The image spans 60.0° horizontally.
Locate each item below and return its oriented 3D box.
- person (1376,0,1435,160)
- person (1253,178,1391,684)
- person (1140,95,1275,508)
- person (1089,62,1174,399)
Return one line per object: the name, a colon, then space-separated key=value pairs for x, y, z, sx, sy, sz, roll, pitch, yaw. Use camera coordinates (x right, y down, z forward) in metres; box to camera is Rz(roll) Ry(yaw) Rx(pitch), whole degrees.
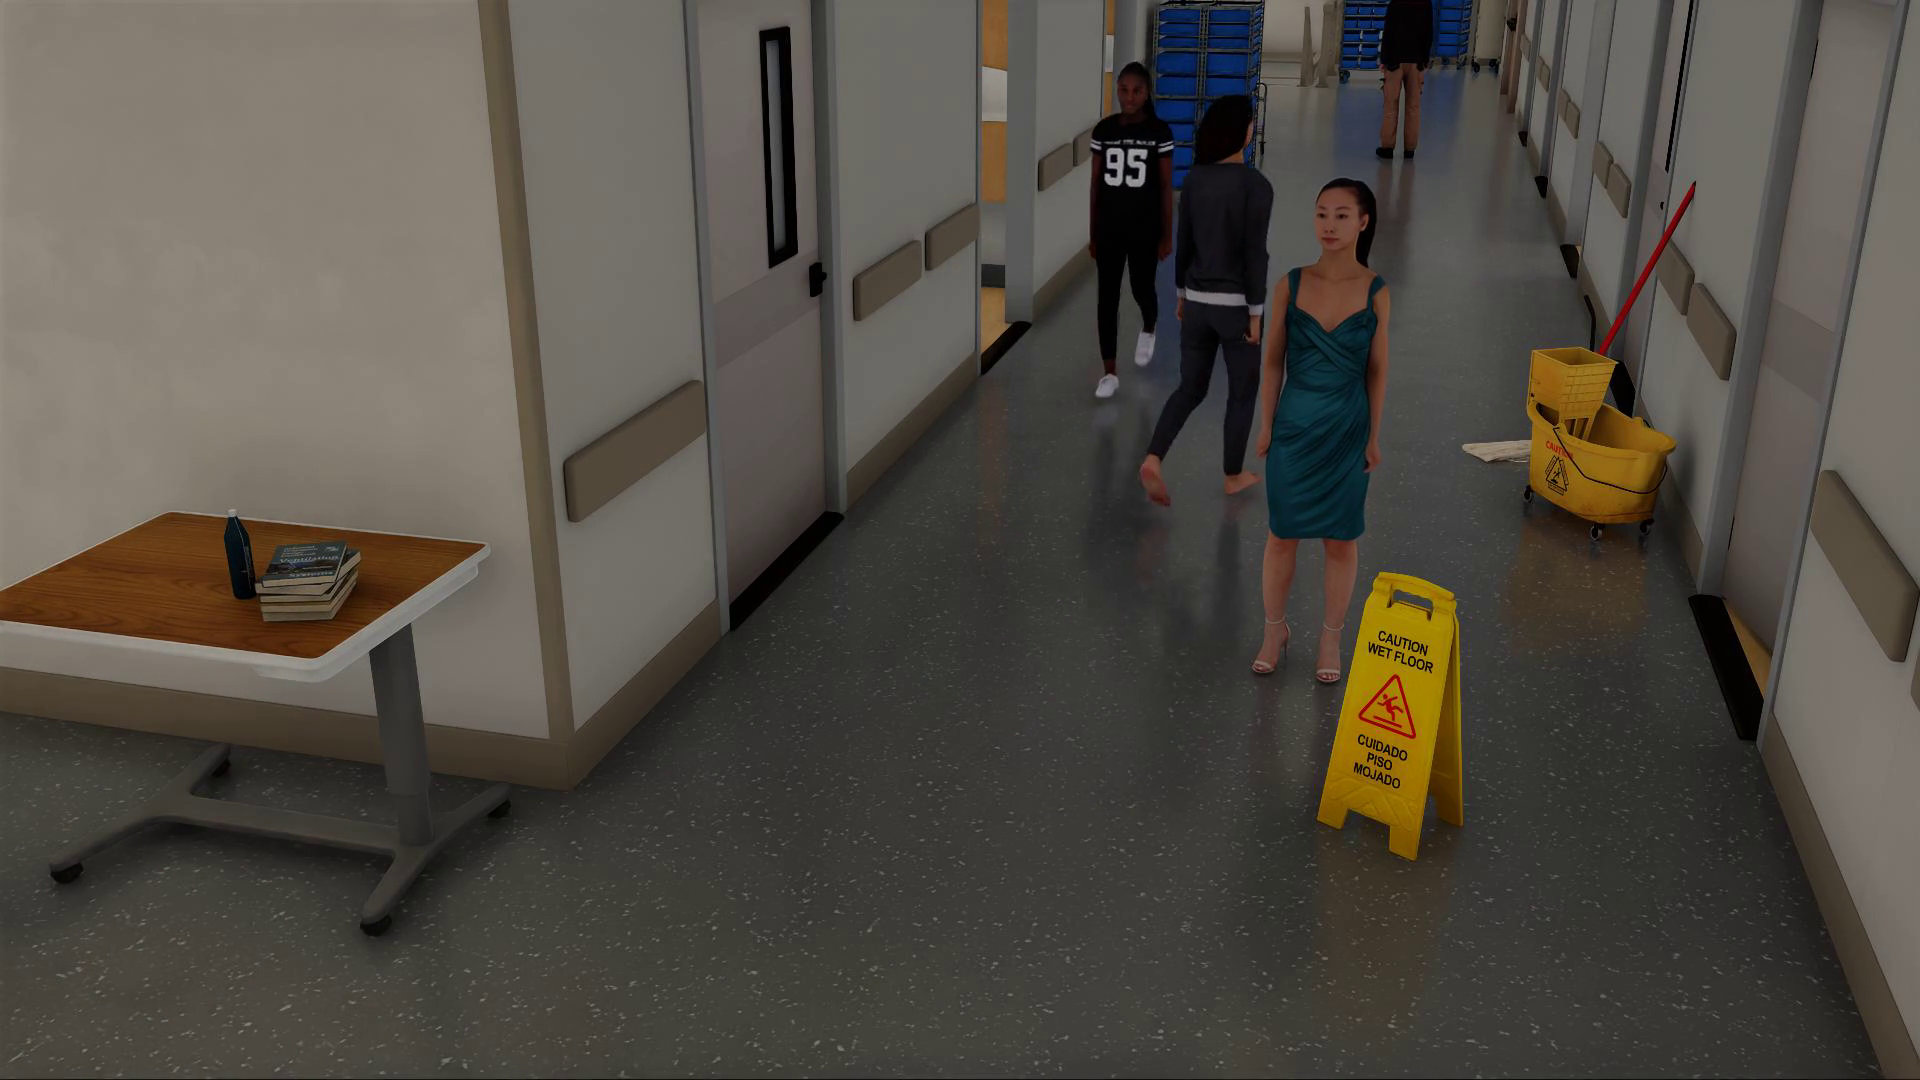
person: x=4.650 y=-4.992 z=17.419 sx=0.771 sy=1.924 sz=0.711 roll=-1 pitch=21 yaw=-2
person: x=1.187 y=-0.331 z=5.450 sx=0.565 sy=1.686 sz=0.493 roll=7 pitch=22 yaw=18
person: x=1.059 y=-0.970 z=7.053 sx=0.886 sy=1.746 sz=1.104 roll=16 pitch=26 yaw=37
person: x=0.934 y=-1.657 z=8.933 sx=0.628 sy=1.699 sz=1.119 roll=6 pitch=22 yaw=15
